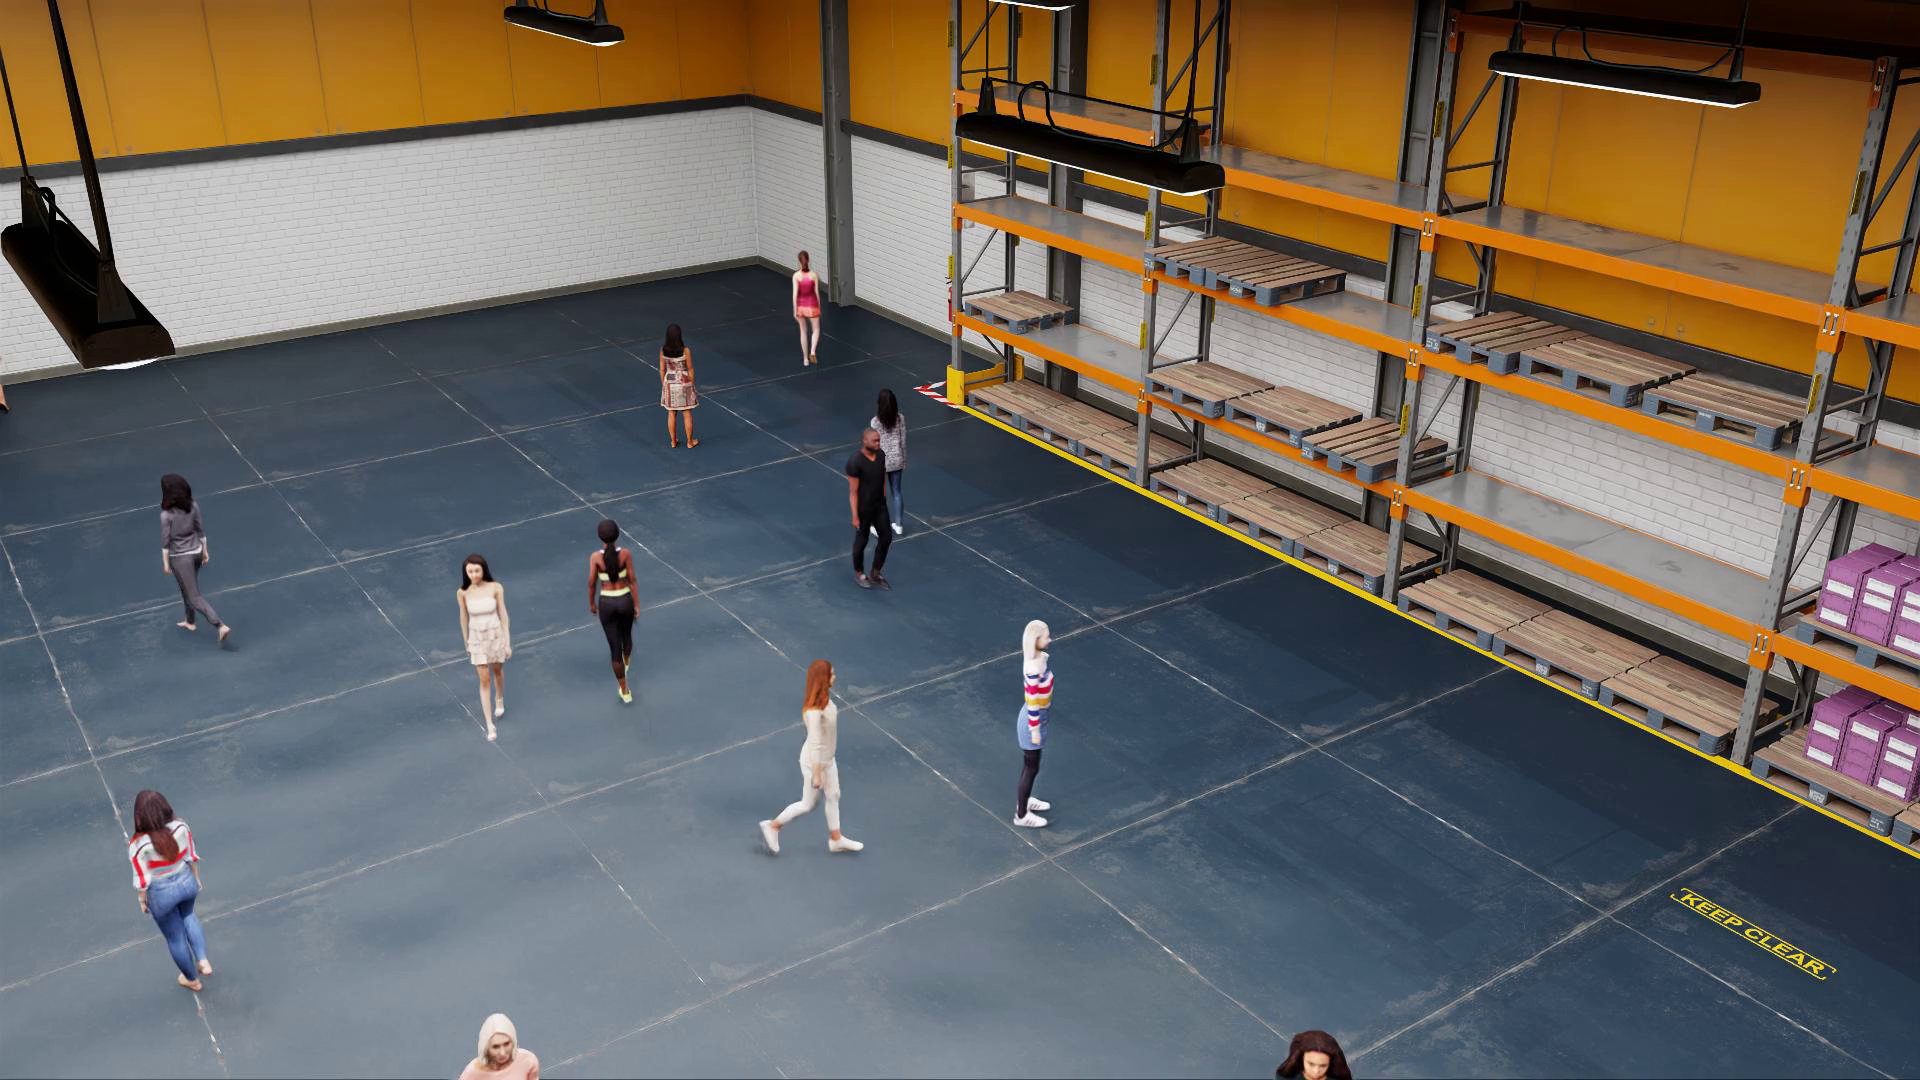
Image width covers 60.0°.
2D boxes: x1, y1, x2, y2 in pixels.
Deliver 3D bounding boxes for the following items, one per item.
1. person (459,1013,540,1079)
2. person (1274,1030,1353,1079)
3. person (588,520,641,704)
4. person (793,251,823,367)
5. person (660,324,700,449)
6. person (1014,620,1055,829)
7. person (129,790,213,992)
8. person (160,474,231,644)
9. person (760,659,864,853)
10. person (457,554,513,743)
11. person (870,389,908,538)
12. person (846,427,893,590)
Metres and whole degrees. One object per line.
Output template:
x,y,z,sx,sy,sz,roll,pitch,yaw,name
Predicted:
-2.566,3.320,9.312,0.701,1.701,1.049,-11,26,-24,person
1.946,3.364,9.344,0.900,1.593,0.905,9,25,20,person
-3.154,0.690,15.307,0.798,1.717,1.119,-7,25,-16,person
-2.259,-3.388,24.608,0.800,1.739,0.900,0,24,-1,person
-3.659,-1.995,21.542,0.718,1.643,0.758,3,24,6,person
0.591,1.465,13.422,0.746,1.807,0.690,4,24,10,person
-5.377,2.438,11.443,0.701,1.609,0.695,16,28,33,person
-7.561,0.219,16.376,1.190,1.724,0.930,12,26,26,person
-1.200,1.728,12.983,1.040,1.676,1.058,1,24,2,person
-4.200,0.894,14.873,0.814,1.691,1.101,-6,24,-13,person
-0.821,-0.879,18.880,0.643,1.731,0.574,-12,26,-25,person
-1.026,-0.358,17.600,0.726,1.800,0.737,-19,30,-36,person
